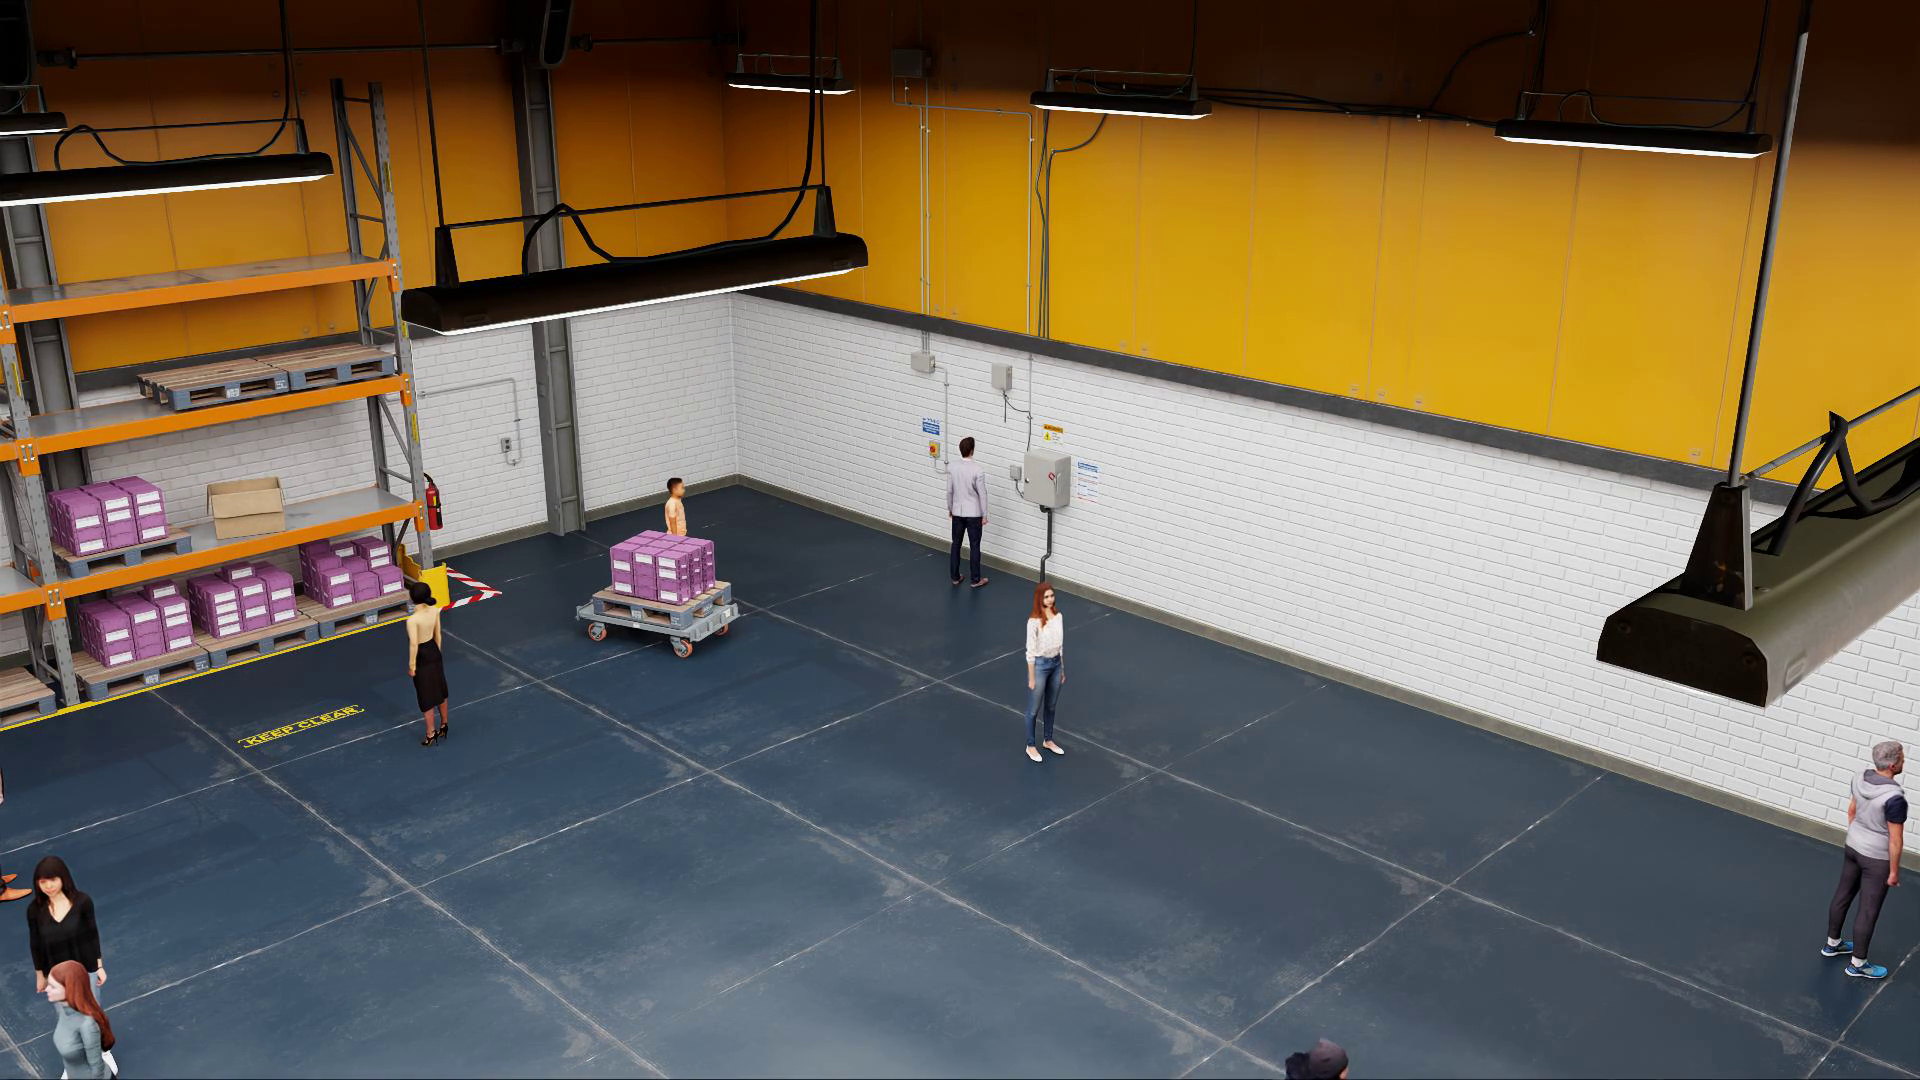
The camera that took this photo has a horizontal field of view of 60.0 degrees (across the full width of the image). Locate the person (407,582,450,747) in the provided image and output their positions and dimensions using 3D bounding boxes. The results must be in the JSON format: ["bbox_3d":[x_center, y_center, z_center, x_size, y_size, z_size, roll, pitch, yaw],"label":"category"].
[{"bbox_3d":[-5.112,1.176,15.949,0.699,1.653,0.586,8,20,22],"label":"person"}]

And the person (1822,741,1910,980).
[{"bbox_3d":[6.701,2.321,12.271,0.792,1.830,0.771,-2,19,-7],"label":"person"}]

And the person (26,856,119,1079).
[{"bbox_3d":[-5.908,2.831,11.045,0.562,1.647,0.689,-8,20,-23],"label":"person"}]

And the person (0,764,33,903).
[{"bbox_3d":[-7.827,2.011,13.224,0.577,1.808,0.673,-17,25,-40],"label":"person"}]

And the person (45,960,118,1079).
[{"bbox_3d":[-5.075,3.222,9.731,0.552,1.743,0.586,-15,24,-38],"label":"person"}]

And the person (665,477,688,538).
[{"bbox_3d":[-3.396,-0.042,19.872,0.641,1.456,0.583,0,19,-1],"label":"person"}]

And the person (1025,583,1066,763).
[{"bbox_3d":[0.793,1.219,15.703,0.498,1.729,0.669,-13,22,-33],"label":"person"}]

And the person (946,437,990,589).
[{"bbox_3d":[0.078,-0.348,20.166,0.744,1.850,0.679,9,21,25],"label":"person"}]
